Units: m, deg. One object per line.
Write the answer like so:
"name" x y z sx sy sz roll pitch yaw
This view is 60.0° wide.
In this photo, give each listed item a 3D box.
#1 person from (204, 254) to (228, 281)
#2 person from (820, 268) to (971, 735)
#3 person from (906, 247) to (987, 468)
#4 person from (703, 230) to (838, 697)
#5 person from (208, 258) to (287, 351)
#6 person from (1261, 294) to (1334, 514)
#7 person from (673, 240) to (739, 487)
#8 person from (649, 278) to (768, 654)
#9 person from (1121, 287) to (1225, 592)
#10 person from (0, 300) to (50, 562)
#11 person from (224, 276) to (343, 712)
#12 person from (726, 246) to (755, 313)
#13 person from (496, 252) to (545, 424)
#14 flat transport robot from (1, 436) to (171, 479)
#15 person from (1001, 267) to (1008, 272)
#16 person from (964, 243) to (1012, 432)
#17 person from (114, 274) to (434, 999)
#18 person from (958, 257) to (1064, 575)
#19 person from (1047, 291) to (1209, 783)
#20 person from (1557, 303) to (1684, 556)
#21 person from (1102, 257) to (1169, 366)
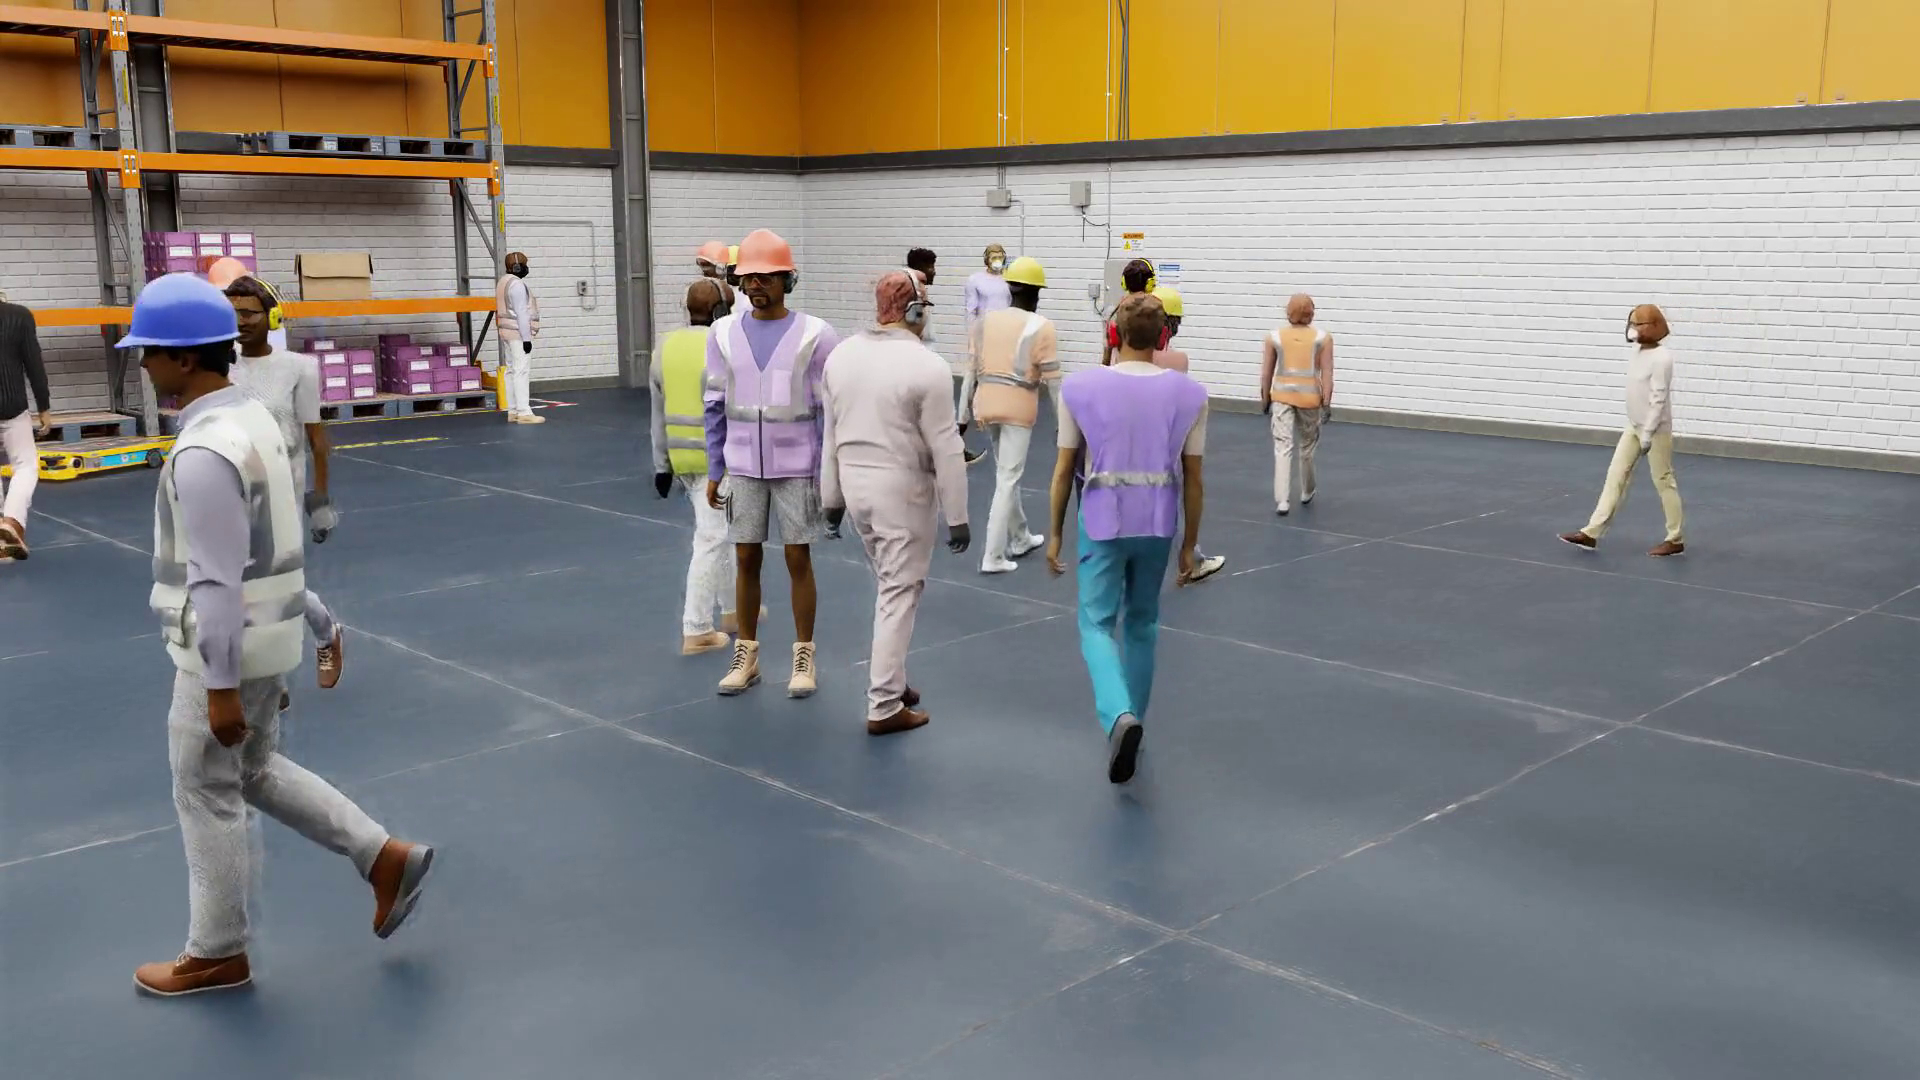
"person" -6.069 -1.432 13.842 0.606 1.854 0.817 5 11 24
"person" -0.208 -0.159 6.830 0.684 1.884 0.633 9 14 41
"person" -0.302 -1.541 14.282 1.009 1.908 0.613 -2 11 -11
"person" -0.831 -0.321 7.289 0.607 2.044 0.376 2 11 9
"person" -4.276 -0.731 9.959 0.554 1.891 0.978 -2 11 -11
"person" 2.479 -1.007 12.267 0.536 1.587 0.874 3 11 16
"person" -1.974 -1.383 13.257 0.629 1.995 0.551 9 14 41
"person" -1.127 -0.375 8.219 0.632 1.811 0.832 9 13 39
"person" 1.143 -0.569 9.505 0.889 1.719 0.541 -9 14 -40
"person" -5.907 -0.799 10.137 0.636 1.961 0.633 -3 11 -18
"person" -2.887 -0.178 7.008 0.503 1.862 0.511 1 10 7
"person" -2.018 -1.710 15.176 0.595 1.925 0.371 6 12 31
"person" -4.759 -2.181 17.979 0.429 1.845 0.621 -7 12 -33
"flat transport robot" -7.422 -0.719 14.294 0.652 0.197 1.431 4 11 21
"person" 0.549 -2.475 20.148 0.499 1.634 0.288 4 11 20
"person" 0.352 -2.087 17.202 0.629 1.940 0.373 -4 11 -19
"person" -1.852 0.268 4.393 0.690 1.930 0.625 -2 11 -10
"person" 0.364 -0.766 10.139 0.654 1.882 0.909 8 13 38
"person" 0.640 -0.008 6.220 0.596 1.818 0.775 -1 10 -7
"person" 4.235 -0.678 10.465 0.829 1.590 0.507 -1 10 -6
"person" 1.210 -0.971 11.305 0.512 1.872 0.328 5 11 23
